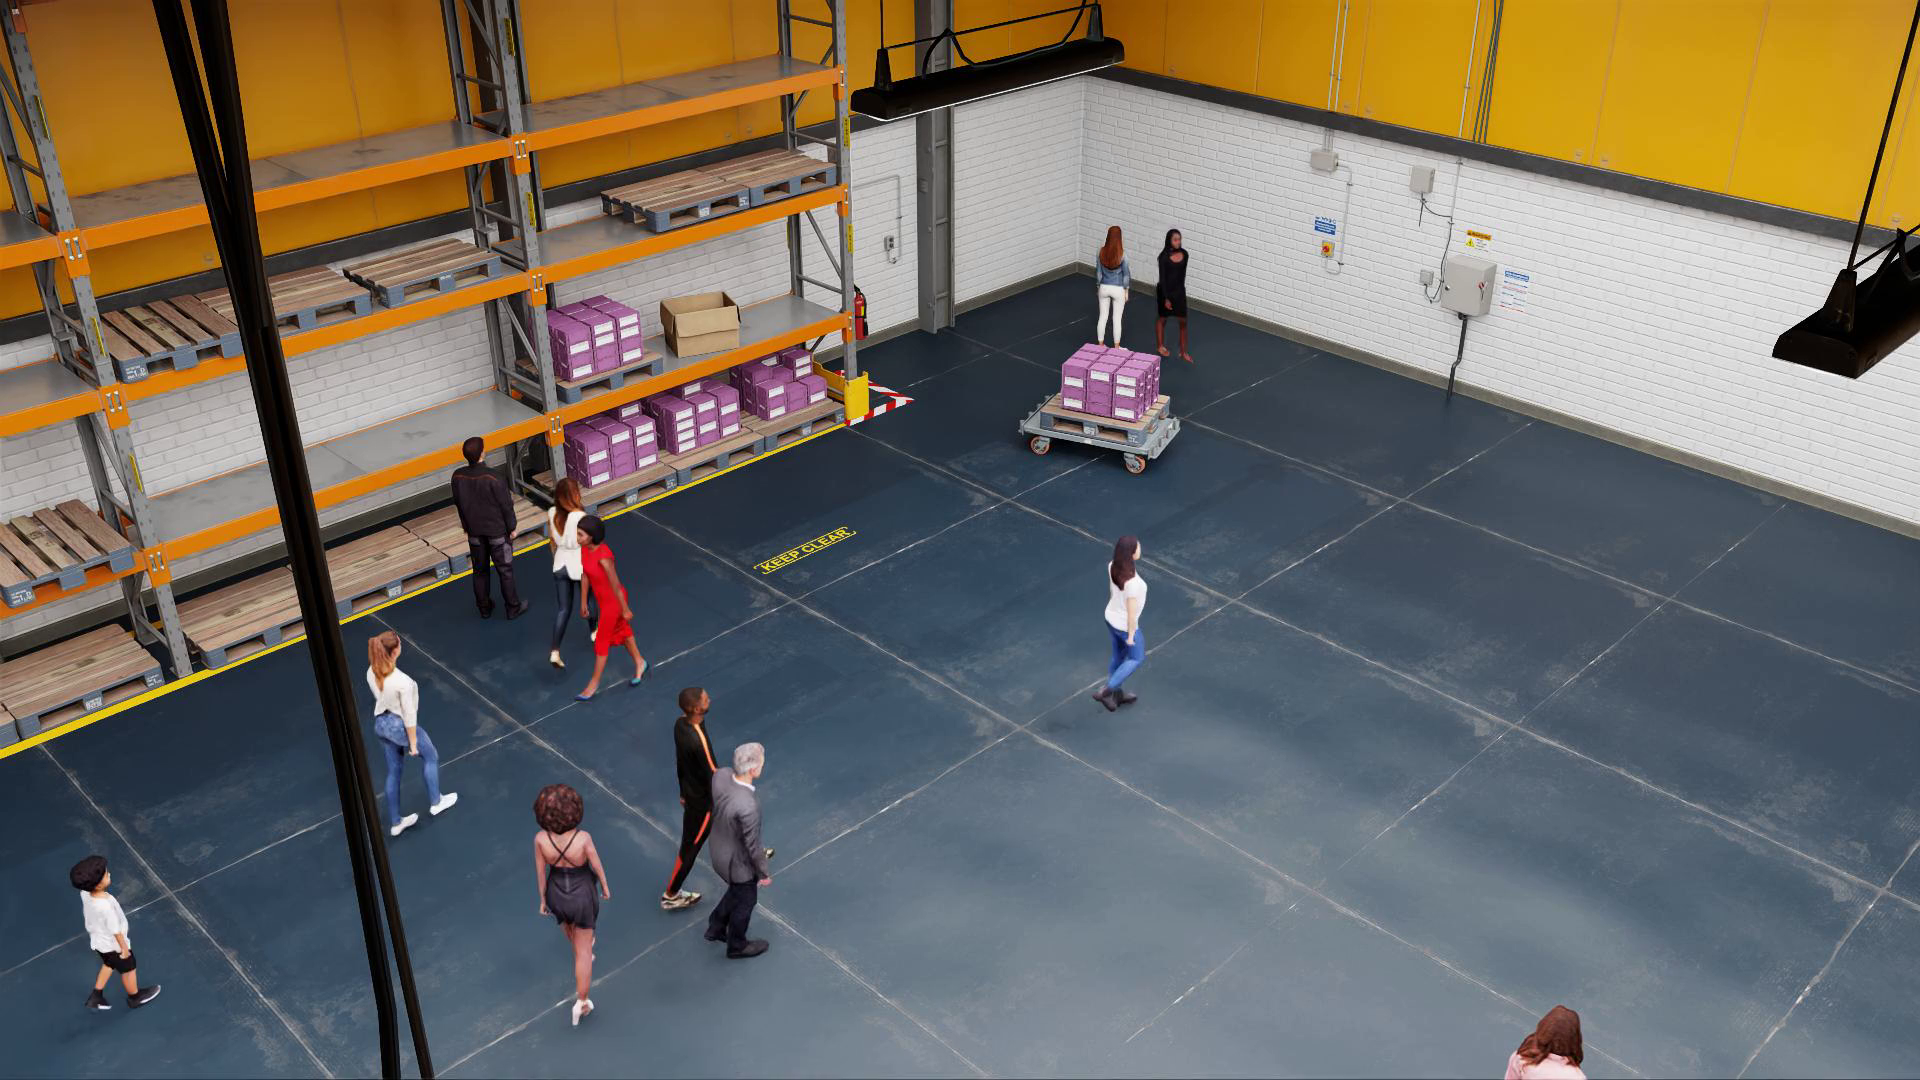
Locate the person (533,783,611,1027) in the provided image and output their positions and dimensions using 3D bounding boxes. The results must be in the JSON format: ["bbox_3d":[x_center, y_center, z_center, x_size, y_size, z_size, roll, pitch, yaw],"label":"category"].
[{"bbox_3d":[-2.539,2.417,10.825,0.987,1.760,1.070,1,29,2],"label":"person"}]

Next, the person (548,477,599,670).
[{"bbox_3d":[-3.467,0.319,14.684,0.957,1.748,1.214,8,30,13],"label":"person"}]

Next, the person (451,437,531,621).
[{"bbox_3d":[-4.369,-0.104,15.365,0.793,1.838,0.806,4,29,8],"label":"person"}]

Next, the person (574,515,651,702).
[{"bbox_3d":[-2.932,0.543,14.316,1.004,1.707,0.672,-22,36,-35],"label":"person"}]

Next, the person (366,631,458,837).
[{"bbox_3d":[-4.291,1.503,12.564,0.766,1.699,0.899,14,32,24],"label":"person"}]

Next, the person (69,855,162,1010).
[{"bbox_3d":[-5.664,2.635,10.959,0.567,1.250,0.715,18,33,29],"label":"person"}]

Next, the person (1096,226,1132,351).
[{"bbox_3d":[1.925,-3.154,21.099,0.675,1.703,0.638,13,31,22],"label":"person"}]

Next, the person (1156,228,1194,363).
[{"bbox_3d":[2.608,-3.127,21.050,0.899,1.702,0.847,-12,31,-21],"label":"person"}]

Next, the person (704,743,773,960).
[{"bbox_3d":[-1.572,2.157,11.244,0.821,1.815,0.855,-17,33,-28],"label":"person"}]

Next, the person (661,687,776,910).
[{"bbox_3d":[-1.904,1.869,11.823,1.234,1.767,0.916,-12,31,-21],"label":"person"}]

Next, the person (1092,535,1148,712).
[{"bbox_3d":[1.298,0.743,13.983,0.818,1.675,0.730,-12,31,-21],"label":"person"}]

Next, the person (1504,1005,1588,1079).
[{"bbox_3d":[3.148,3.301,9.163,0.657,1.799,0.616,15,32,25],"label":"person"}]
